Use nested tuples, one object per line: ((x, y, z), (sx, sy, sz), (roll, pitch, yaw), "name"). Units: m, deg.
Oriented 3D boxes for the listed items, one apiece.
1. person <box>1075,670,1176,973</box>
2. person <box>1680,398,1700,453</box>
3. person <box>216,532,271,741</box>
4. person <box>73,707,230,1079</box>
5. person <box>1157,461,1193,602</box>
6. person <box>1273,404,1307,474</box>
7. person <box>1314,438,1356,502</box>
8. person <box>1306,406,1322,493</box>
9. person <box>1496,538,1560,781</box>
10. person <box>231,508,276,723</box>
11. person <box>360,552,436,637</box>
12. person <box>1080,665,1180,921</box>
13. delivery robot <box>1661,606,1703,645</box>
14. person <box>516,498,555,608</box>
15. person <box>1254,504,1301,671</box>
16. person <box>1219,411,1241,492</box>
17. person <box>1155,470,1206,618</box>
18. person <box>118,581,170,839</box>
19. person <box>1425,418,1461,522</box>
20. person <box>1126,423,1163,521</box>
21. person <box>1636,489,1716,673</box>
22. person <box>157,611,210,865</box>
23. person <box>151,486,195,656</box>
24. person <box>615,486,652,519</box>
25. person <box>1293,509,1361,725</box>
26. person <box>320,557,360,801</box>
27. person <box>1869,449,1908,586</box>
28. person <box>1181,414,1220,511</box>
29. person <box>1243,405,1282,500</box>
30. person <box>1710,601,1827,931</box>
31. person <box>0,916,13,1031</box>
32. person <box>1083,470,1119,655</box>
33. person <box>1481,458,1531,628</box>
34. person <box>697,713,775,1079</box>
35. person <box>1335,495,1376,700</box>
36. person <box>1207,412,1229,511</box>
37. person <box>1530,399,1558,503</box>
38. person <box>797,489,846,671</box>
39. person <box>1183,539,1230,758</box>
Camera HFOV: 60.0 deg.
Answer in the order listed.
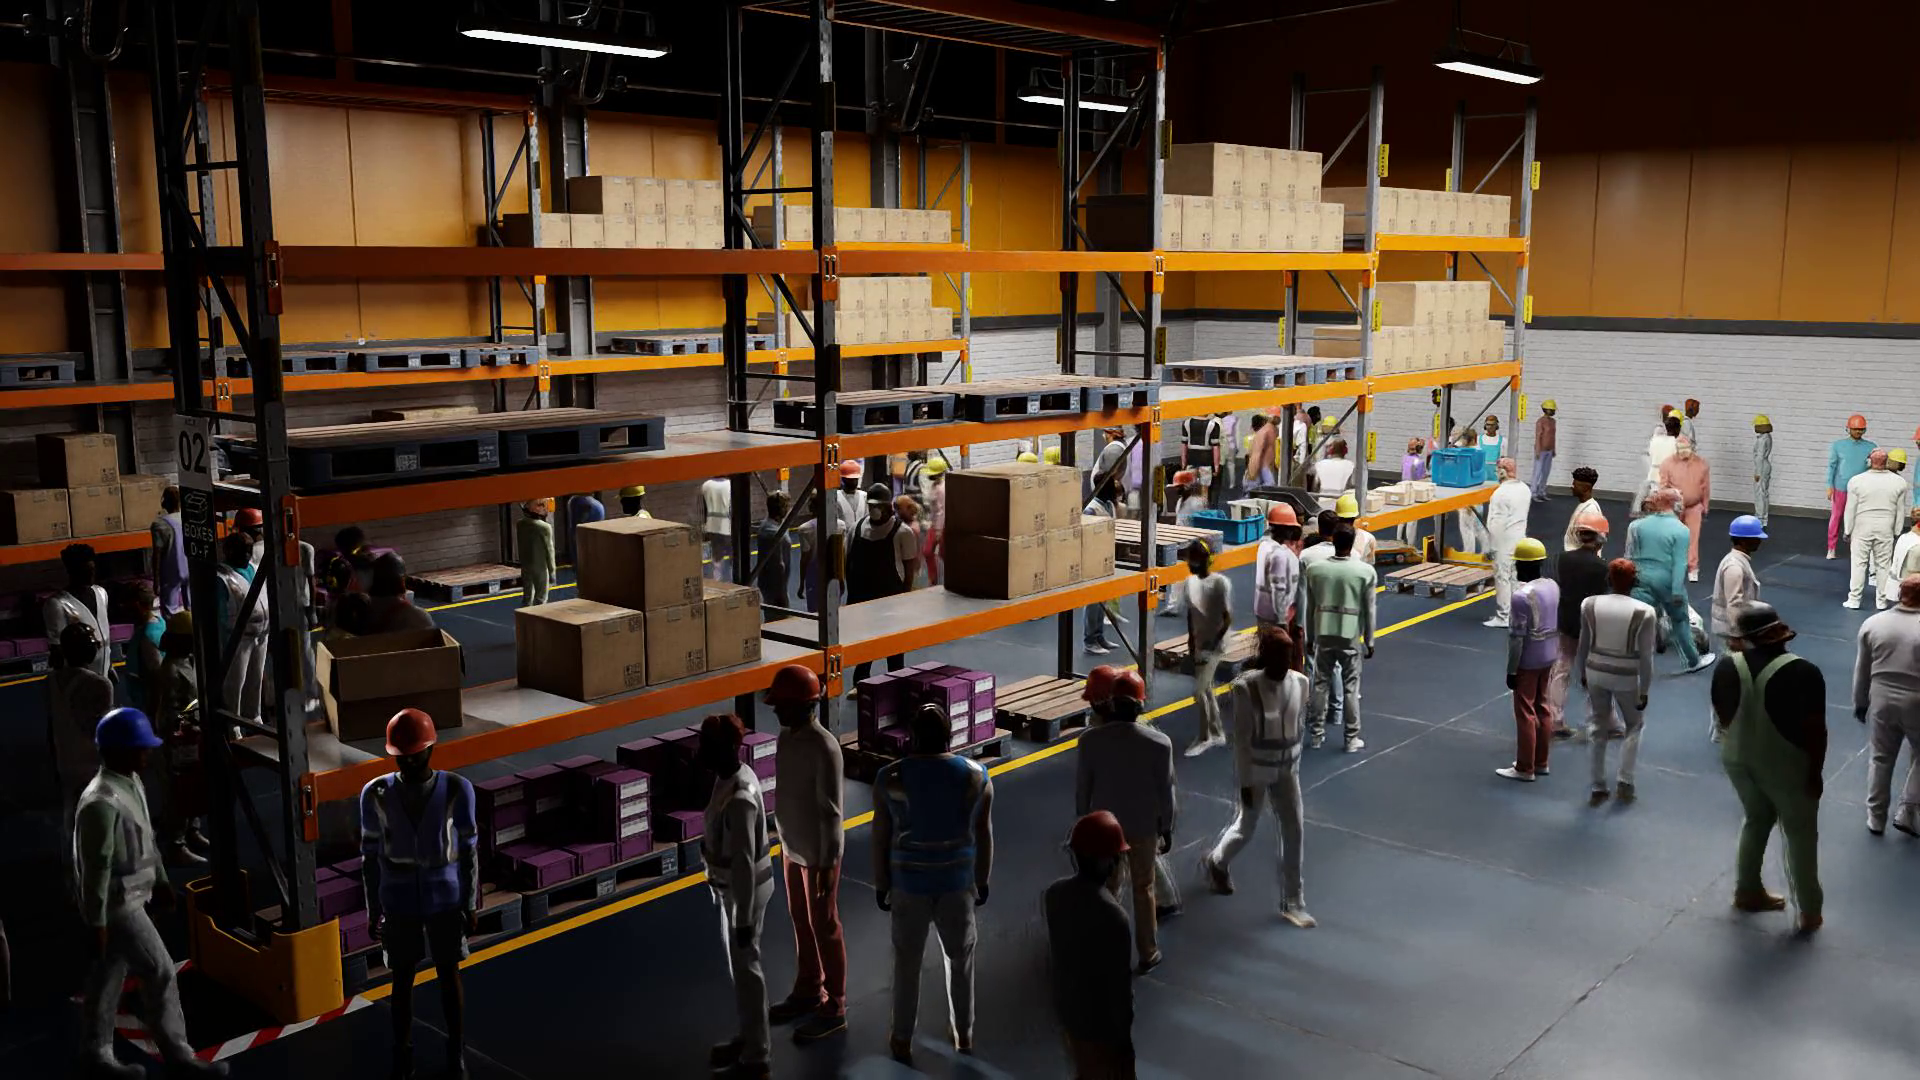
((0.949, 1.608, 9.550), (0.573, 1.746, 0.345), (2, 10, 11), "person")
((11.634, -1.328, 26.673), (0.360, 1.887, 0.575), (3, 10, 19), "person")
((-5.973, 0.838, 13.886), (0.429, 1.838, 0.634), (2, 10, 14), "person")
((-3.987, 1.755, 8.154), (0.845, 1.911, 0.631), (-3, 10, -17), "person")
((2.545, -0.101, 19.943), (0.533, 1.690, 0.322), (-2, 10, -12), "person")
((5.191, -1.246, 26.217), (0.575, 1.879, 0.352), (9, 13, 43), "person")
((4.820, -0.386, 21.332), (0.606, 1.824, 0.475), (6, 11, 32), "person")
((5.817, -1.362, 27.430), (0.317, 1.700, 0.538), (3, 10, 20), "person")
((4.472, 0.934, 13.091), (0.582, 1.919, 0.395), (-8, 12, -39), "person")
((-6.208, 0.655, 14.718), (0.387, 1.929, 0.543), (4, 10, 22), "person")
((-3.985, 1.073, 11.882), (0.712, 2.000, 0.563), (2, 10, 14), "person")
((1.012, 1.561, 10.043), (0.866, 1.688, 0.586), (-4, 10, -22), "person")
((7.544, 0.834, 17.456), (0.477, 0.478, 0.707), (2, 10, 11), "delivery robot")
((-4.489, 0.316, 17.648), (0.507, 1.623, 0.288), (6, 11, 32), "person")
((2.823, 0.636, 14.831), (0.387, 1.930, 0.550), (-1, 10, -4), "person")
((4.711, -1.652, 29.488), (0.524, 1.594, 0.872), (3, 10, 15), "person")
((2.693, 0.045, 19.050), (0.912, 1.701, 0.622), (-4, 10, -20), "person")
((-5.681, 1.191, 11.764), (0.386, 1.841, 0.565), (-4, 10, -23), "person")
((7.495, -1.070, 25.783), (0.563, 1.656, 0.760), (3, 10, 18), "person")
((2.550, -0.775, 23.079), (0.626, 1.982, 0.989), (5, 11, 28), "person")
((6.956, 0.427, 16.289), (0.996, 1.847, 0.669), (-4, 10, -22), "person")
((-5.232, 1.330, 11.270), (0.339, 1.735, 0.488), (-1, 10, -7), "person")
((-7.834, 0.375, 16.683), (0.351, 1.834, 0.518), (8, 12, 39), "person")
((-3.227, 0.340, 16.640), (0.392, 1.919, 0.581), (-2, 10, -11), "person")
((3.219, 0.686, 14.597), (0.598, 1.908, 0.402), (-3, 10, -19), "person")
((-4.642, 1.046, 12.584), (0.329, 1.862, 0.513), (3, 10, 19), "person")
((11.673, -0.282, 20.885), (0.311, 1.735, 0.484), (8, 13, 41), "person")
((3.684, -1.193, 25.447), (0.613, 2.033, 0.412), (5, 11, 27), "person")
((4.628, -1.123, 25.375), (1.049, 1.936, 0.630), (5, 11, 26), "person")
((5.047, 1.335, 10.312), (0.546, 2.000, 0.745), (-6, 11, -33), "person")
((-5.242, 1.731, 8.758), (0.300, 1.772, 0.532), (-2, 10, -13), "person")
((1.451, 0.223, 17.322), (0.377, 1.916, 0.599), (4, 10, 24), "person")
((6.046, 0.038, 18.561), (0.476, 1.895, 0.668), (9, 13, 44), "person")
((-1.103, 1.765, 8.253), (0.359, 1.876, 0.580), (-2, 10, -11), "person")
((3.558, 0.536, 15.423), (0.593, 1.924, 0.381), (0, 10, -3), "person")
((3.967, -1.204, 25.609), (0.377, 1.995, 0.608), (1, 10, 3), "person")
((9.920, -1.511, 28.155), (0.537, 1.758, 0.352), (-8, 12, -40), "person")
((-1.362, 0.413, 16.413), (0.504, 1.842, 0.345), (-5, 11, -27), "person")
((2.044, 0.880, 13.677), (0.629, 1.818, 0.514), (-6, 11, -32), "person")
